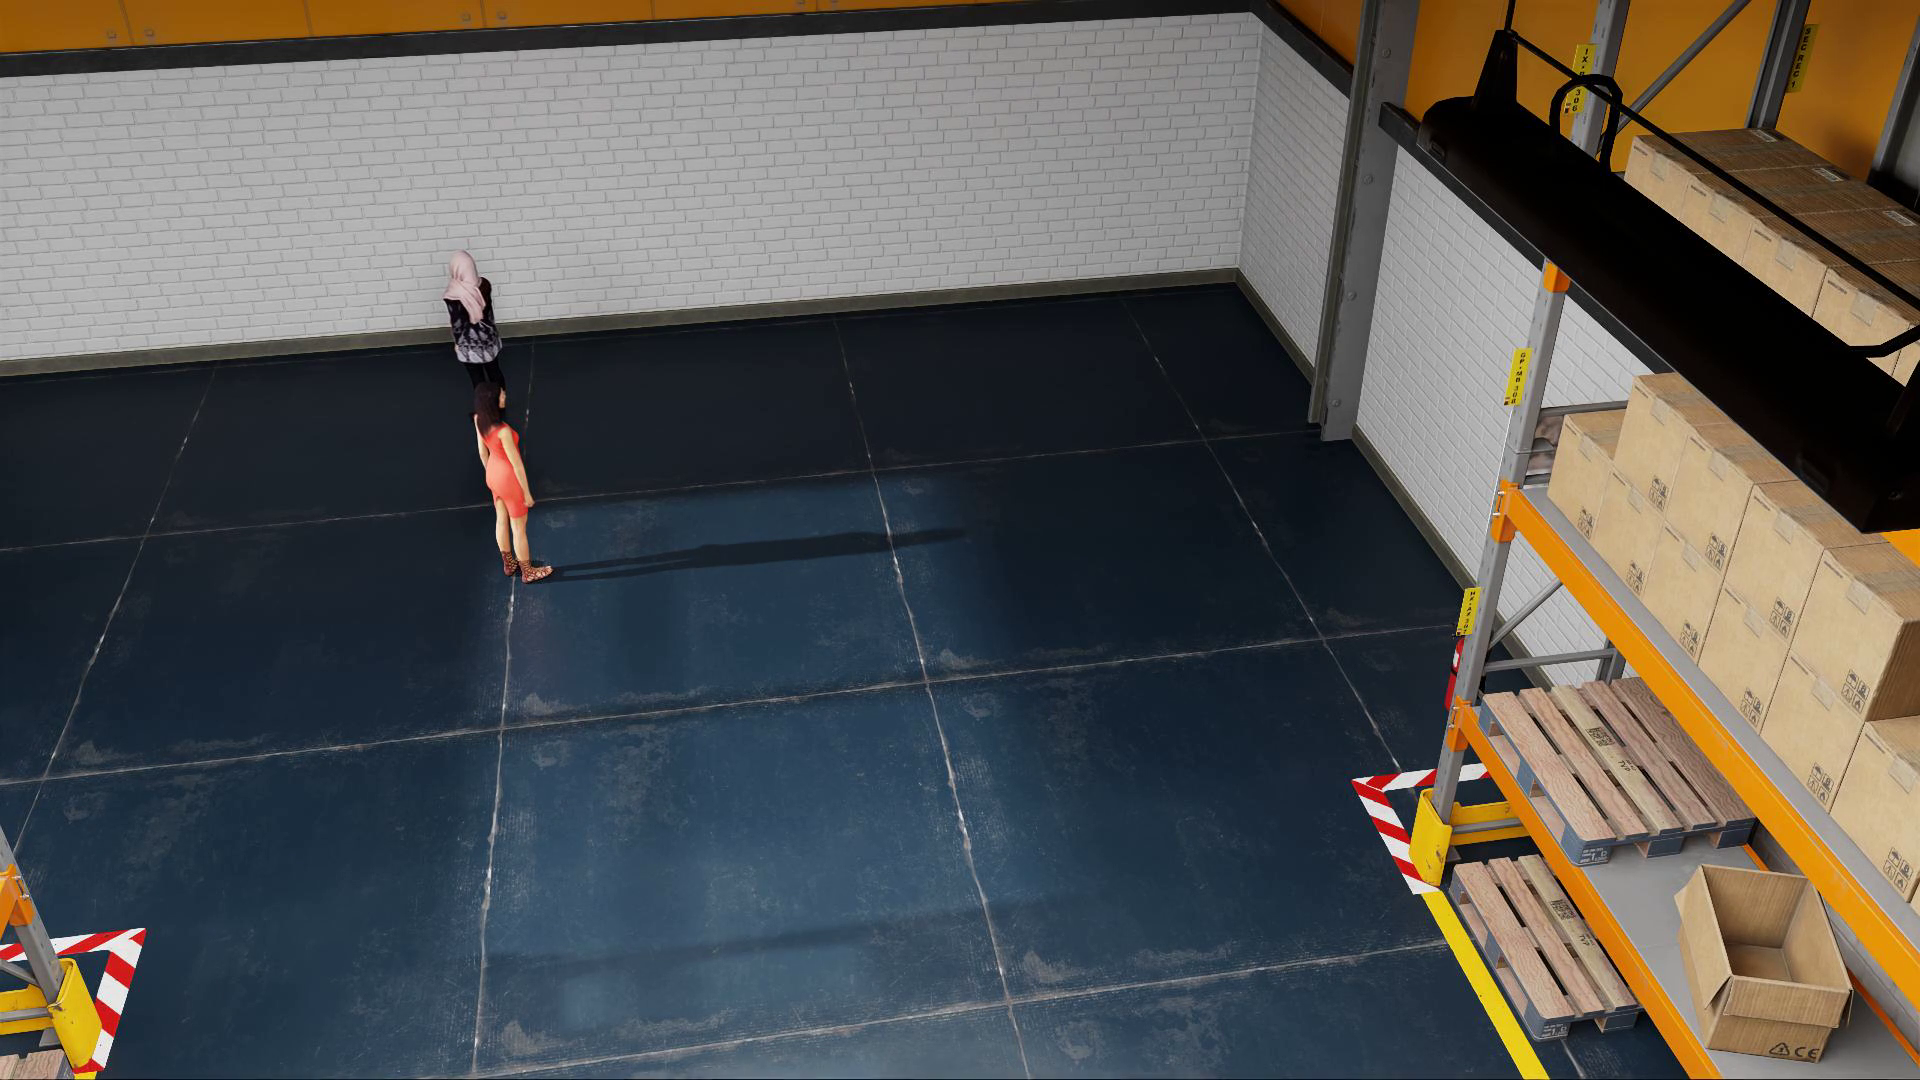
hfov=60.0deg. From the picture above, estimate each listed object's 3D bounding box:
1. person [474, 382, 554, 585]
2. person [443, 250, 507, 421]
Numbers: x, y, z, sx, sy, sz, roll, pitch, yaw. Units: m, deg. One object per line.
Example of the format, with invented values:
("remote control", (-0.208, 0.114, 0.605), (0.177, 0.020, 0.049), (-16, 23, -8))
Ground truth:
("person", (-3.455, -0.437, 12.660), (0.657, 1.719, 0.726), (23, 40, 31))
("person", (-4.306, -1.818, 14.810), (0.811, 1.638, 0.746), (19, 38, 27))
